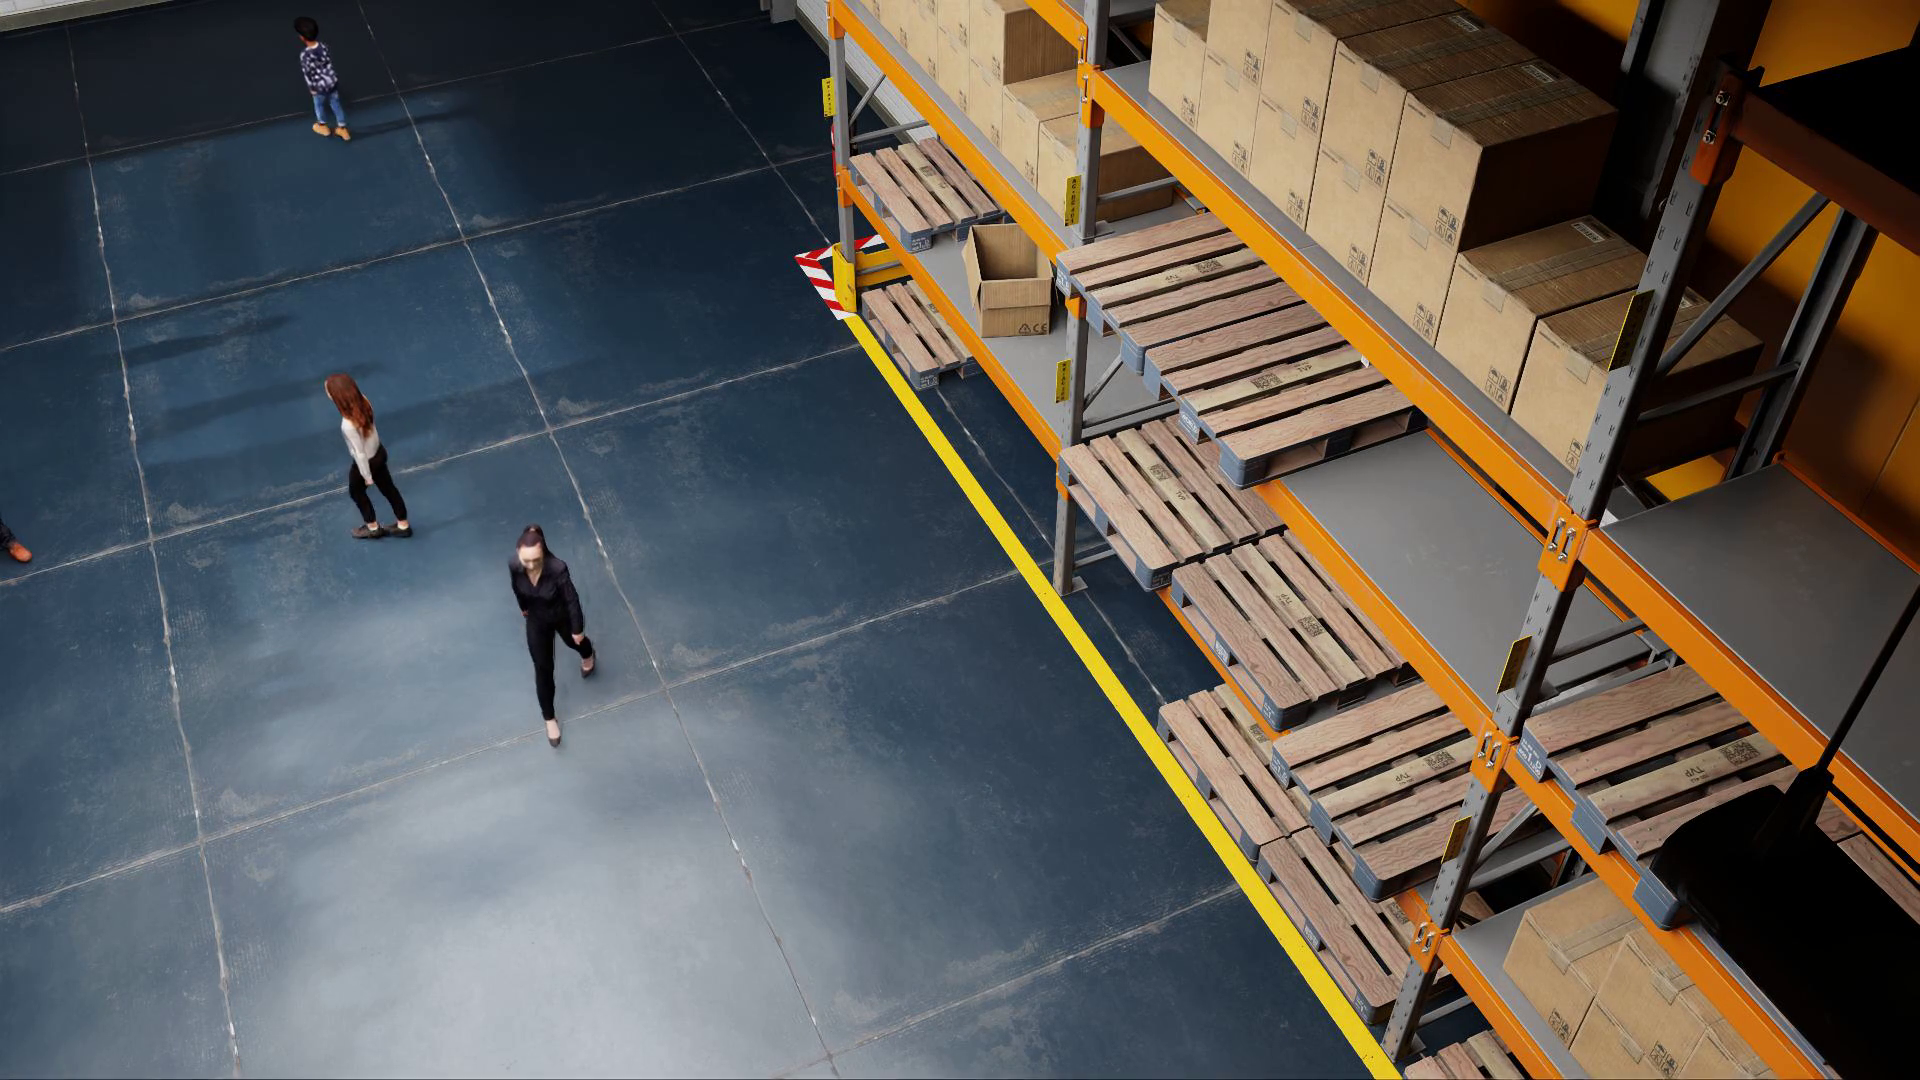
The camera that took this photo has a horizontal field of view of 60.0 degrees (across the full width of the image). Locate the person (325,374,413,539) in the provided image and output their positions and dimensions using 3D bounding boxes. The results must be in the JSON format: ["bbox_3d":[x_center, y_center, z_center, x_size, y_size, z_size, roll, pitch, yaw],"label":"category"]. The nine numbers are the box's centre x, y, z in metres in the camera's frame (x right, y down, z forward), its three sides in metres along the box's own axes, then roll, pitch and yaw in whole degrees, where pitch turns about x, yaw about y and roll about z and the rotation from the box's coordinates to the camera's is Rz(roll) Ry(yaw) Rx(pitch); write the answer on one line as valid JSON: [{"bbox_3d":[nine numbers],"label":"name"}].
[{"bbox_3d":[-4.142,-0.577,11.835,0.766,1.468,0.723,5,44,6],"label":"person"}]

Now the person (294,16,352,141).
[{"bbox_3d":[-6.121,-4.428,16.046,0.731,1.236,0.627,32,52,29],"label":"person"}]

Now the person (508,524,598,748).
[{"bbox_3d":[-2.570,0.464,10.608,0.958,1.653,1.159,7,44,7],"label":"person"}]
